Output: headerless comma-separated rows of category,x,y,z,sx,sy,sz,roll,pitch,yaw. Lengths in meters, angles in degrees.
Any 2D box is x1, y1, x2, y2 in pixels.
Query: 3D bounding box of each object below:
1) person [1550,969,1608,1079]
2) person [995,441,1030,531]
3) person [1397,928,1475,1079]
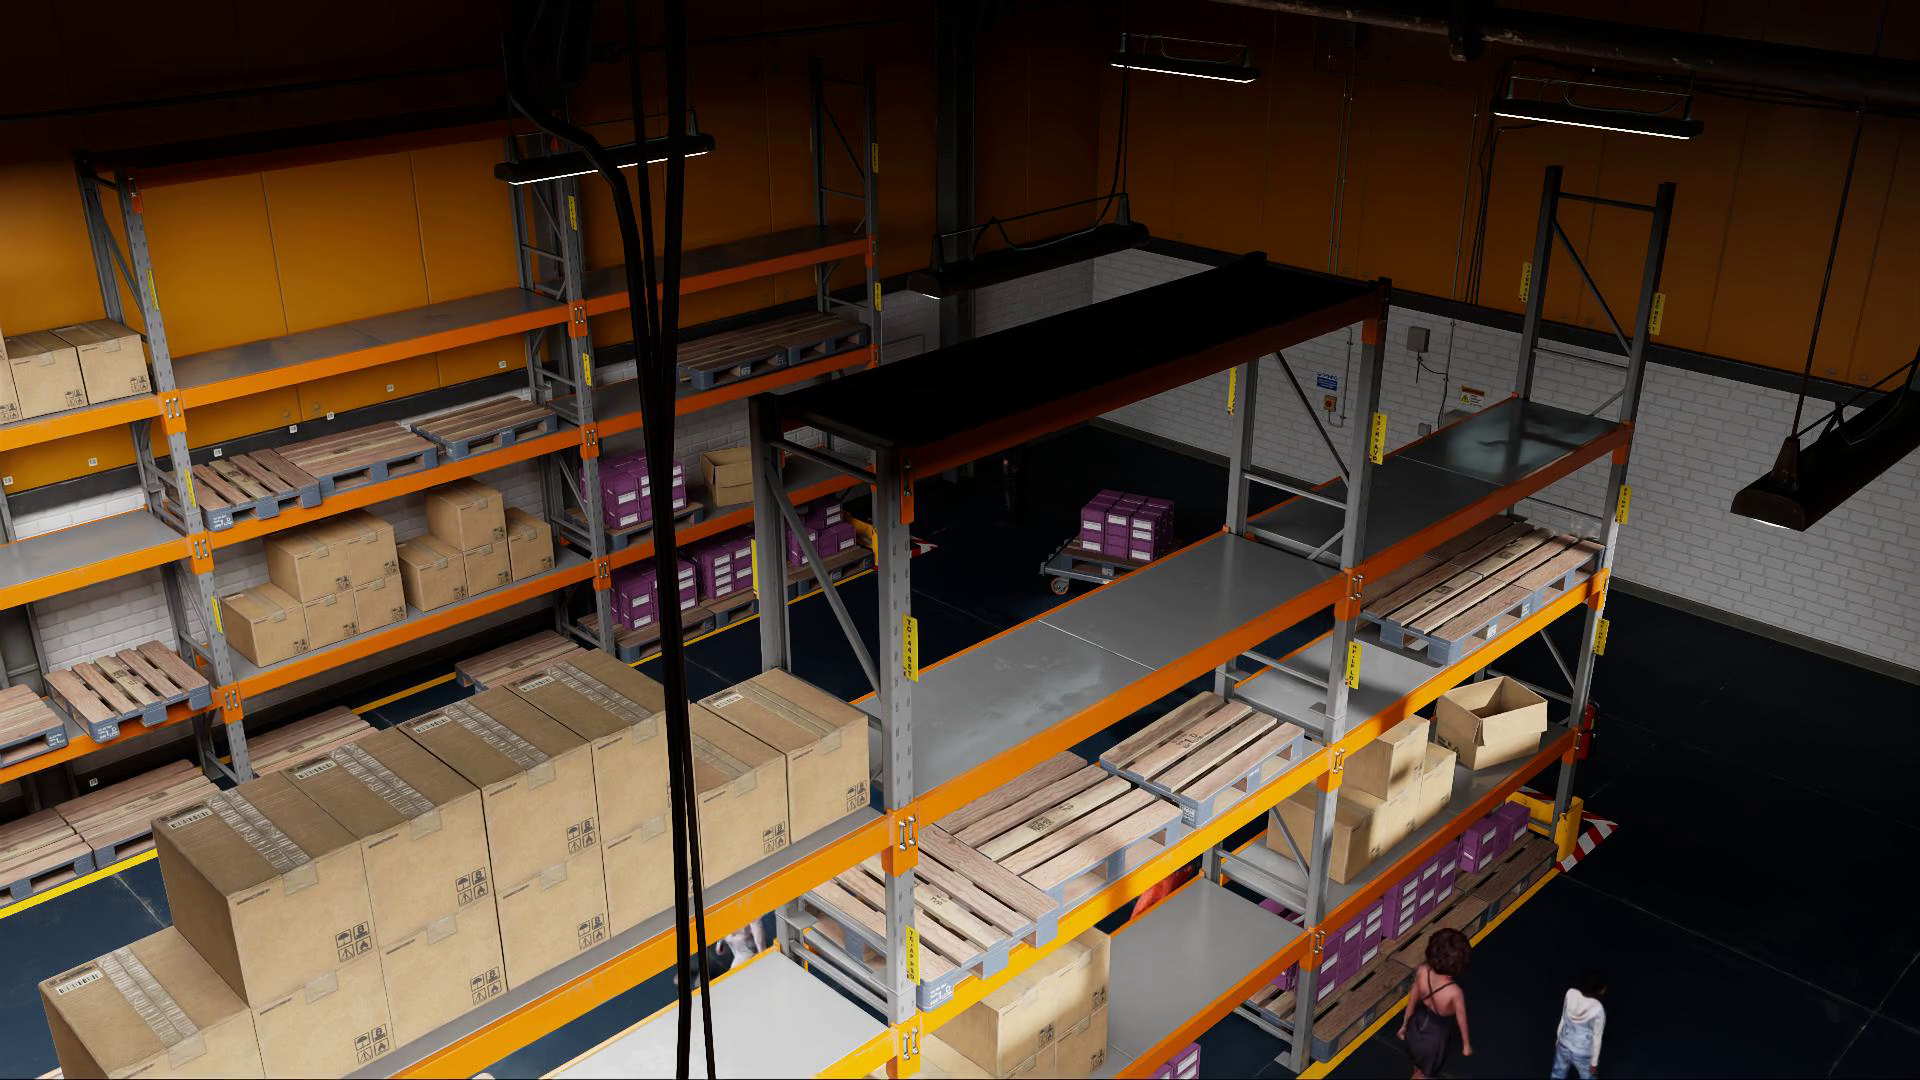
person,4.317,3.553,11.684,0.611,1.249,0.647,-20,31,-38
person,0.715,-1.101,21.494,0.800,1.922,0.617,14,27,28
person,3.105,3.454,11.266,0.797,1.765,0.683,-12,26,-26
